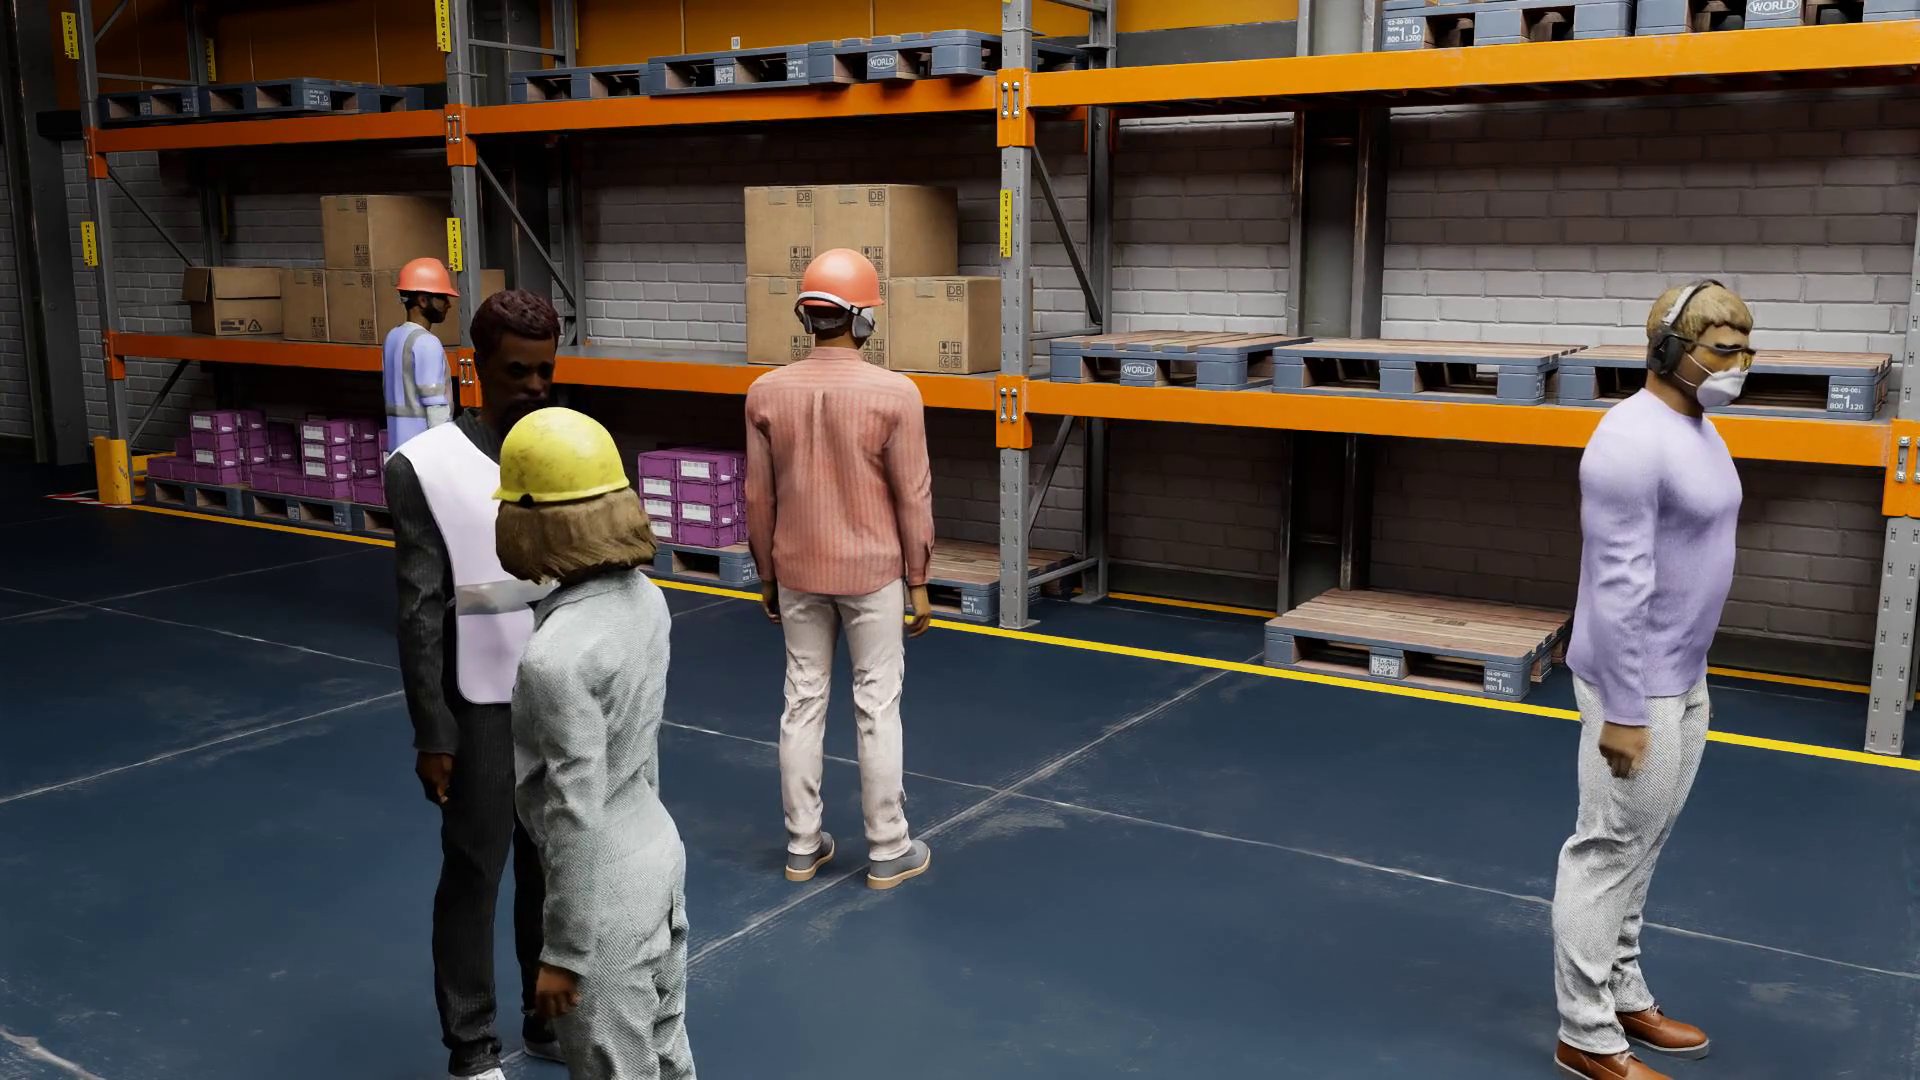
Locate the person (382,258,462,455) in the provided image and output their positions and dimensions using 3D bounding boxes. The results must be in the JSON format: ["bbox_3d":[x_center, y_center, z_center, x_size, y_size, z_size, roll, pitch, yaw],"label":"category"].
[{"bbox_3d":[-2.652,-0.431,8.312,0.375,1.933,0.550,-8,13,-39],"label":"person"}]

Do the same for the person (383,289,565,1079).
[{"bbox_3d":[-1.040,0.380,3.880,0.390,1.914,0.587,7,12,34],"label":"person"}]

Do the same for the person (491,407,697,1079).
[{"bbox_3d":[-0.653,0.634,2.955,0.314,1.740,0.486,1,10,6],"label":"person"}]

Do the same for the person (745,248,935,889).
[{"bbox_3d":[-0.364,0.102,5.194,0.608,1.995,0.377,3,11,18],"label":"person"}]

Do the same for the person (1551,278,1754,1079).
[{"bbox_3d":[1.650,0.354,3.969,0.370,1.934,0.627,8,13,37],"label":"person"}]
